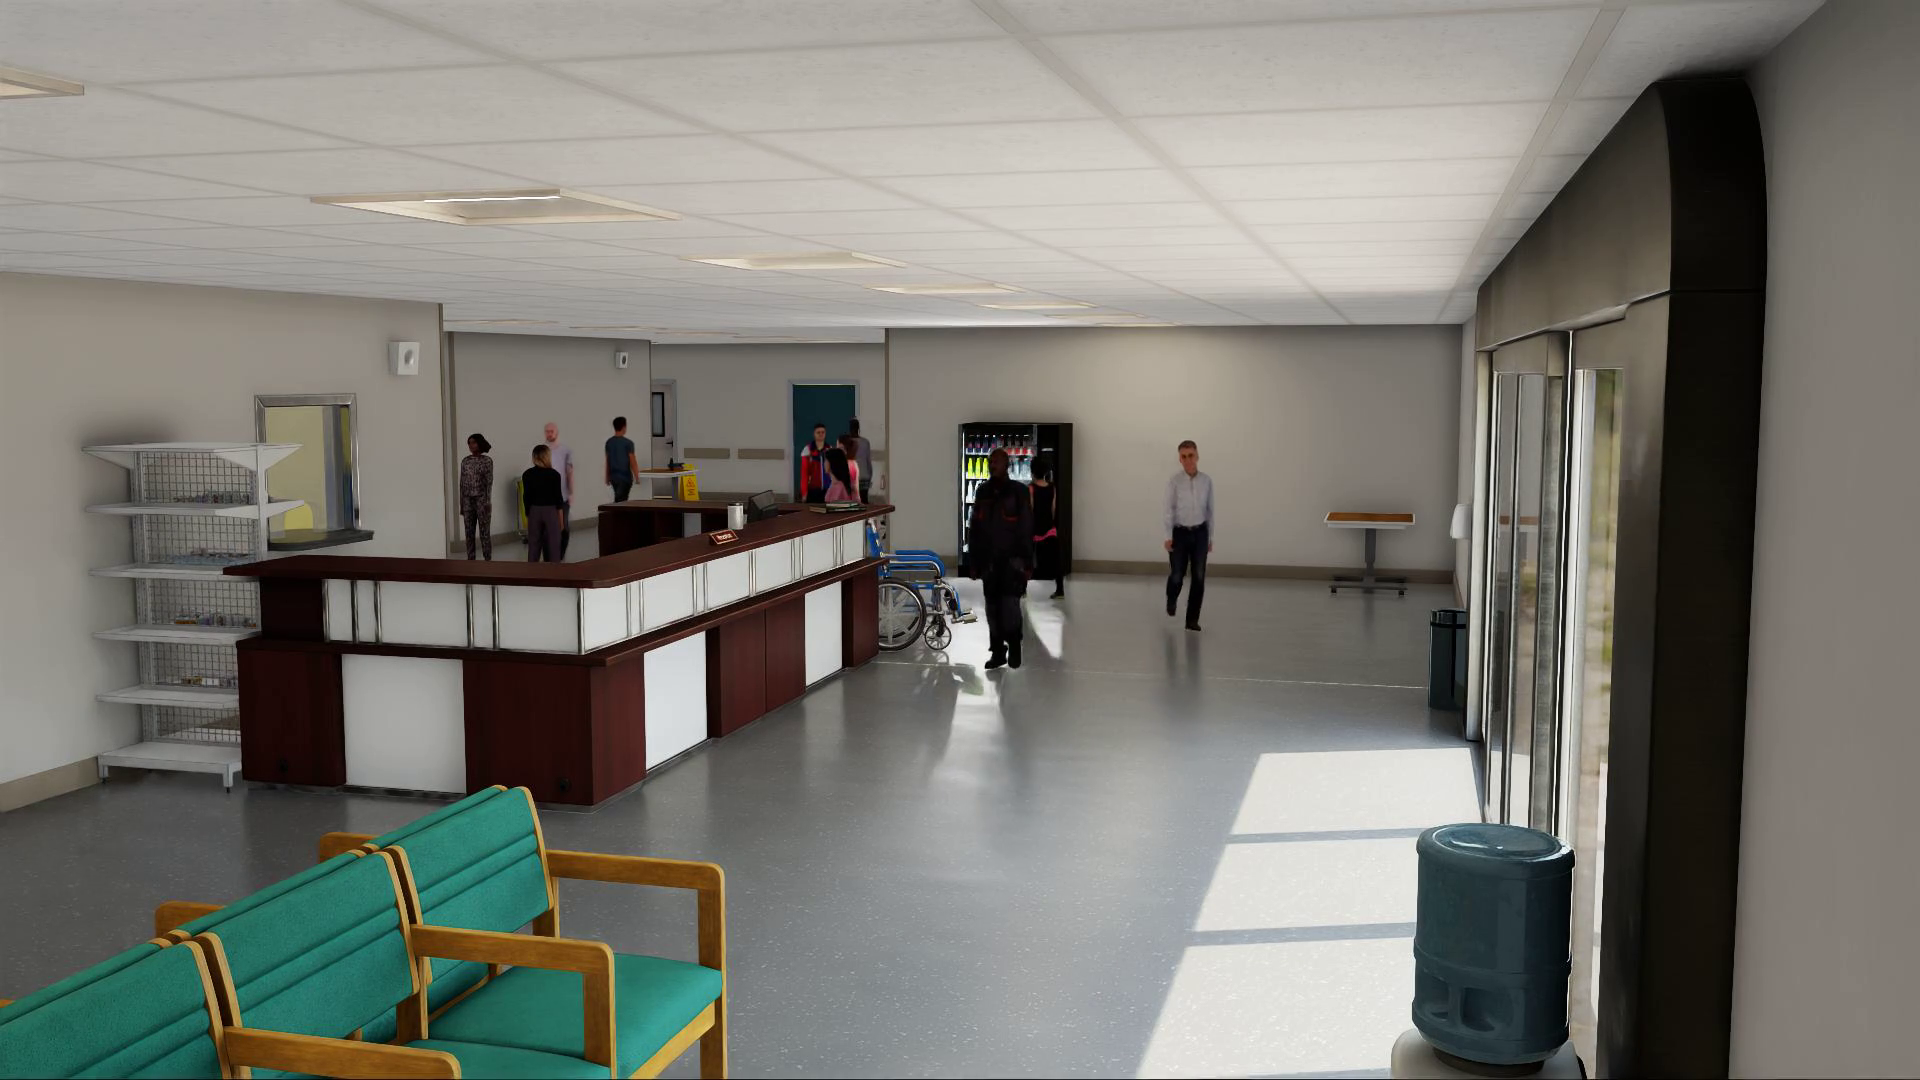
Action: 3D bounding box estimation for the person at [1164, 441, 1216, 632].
[{"bbox_3d":[2.145,-0.046,15.800,0.976,1.796,0.922,-1,6,-9],"label":"person"}]

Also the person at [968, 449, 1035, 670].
[{"bbox_3d":[0.387,0.149,13.785,0.656,1.811,0.816,2,6,22],"label":"person"}]

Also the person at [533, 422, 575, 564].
[{"bbox_3d":[-5.061,-0.546,20.775,1.256,1.794,1.077,-1,6,-10],"label":"person"}]

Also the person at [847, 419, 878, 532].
[{"bbox_3d":[-1.451,-0.875,24.254,0.939,1.754,0.998,-3,6,-26],"label":"person"}]

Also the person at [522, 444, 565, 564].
[{"bbox_3d":[-4.489,-0.199,17.934,0.504,1.672,0.682,1,6,7],"label":"person"}]

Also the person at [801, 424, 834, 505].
[{"bbox_3d":[-1.922,-0.689,22.421,0.875,1.749,0.921,-2,6,-20],"label":"person"}]

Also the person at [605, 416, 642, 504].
[{"bbox_3d":[-4.951,-0.857,24.000,1.177,1.768,0.948,3,7,31],"label":"person"}]

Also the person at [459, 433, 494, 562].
[{"bbox_3d":[-5.801,-0.426,19.985,0.495,1.714,0.624,1,6,14],"label":"person"}]

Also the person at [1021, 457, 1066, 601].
[{"bbox_3d":[0.889,-0.077,17.537,1.025,1.510,1.043,-3,6,-26],"label":"person"}]

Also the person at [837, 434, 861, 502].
[{"bbox_3d":[-1.247,-0.313,18.885,1.187,1.709,0.735,3,7,29],"label":"person"}]
